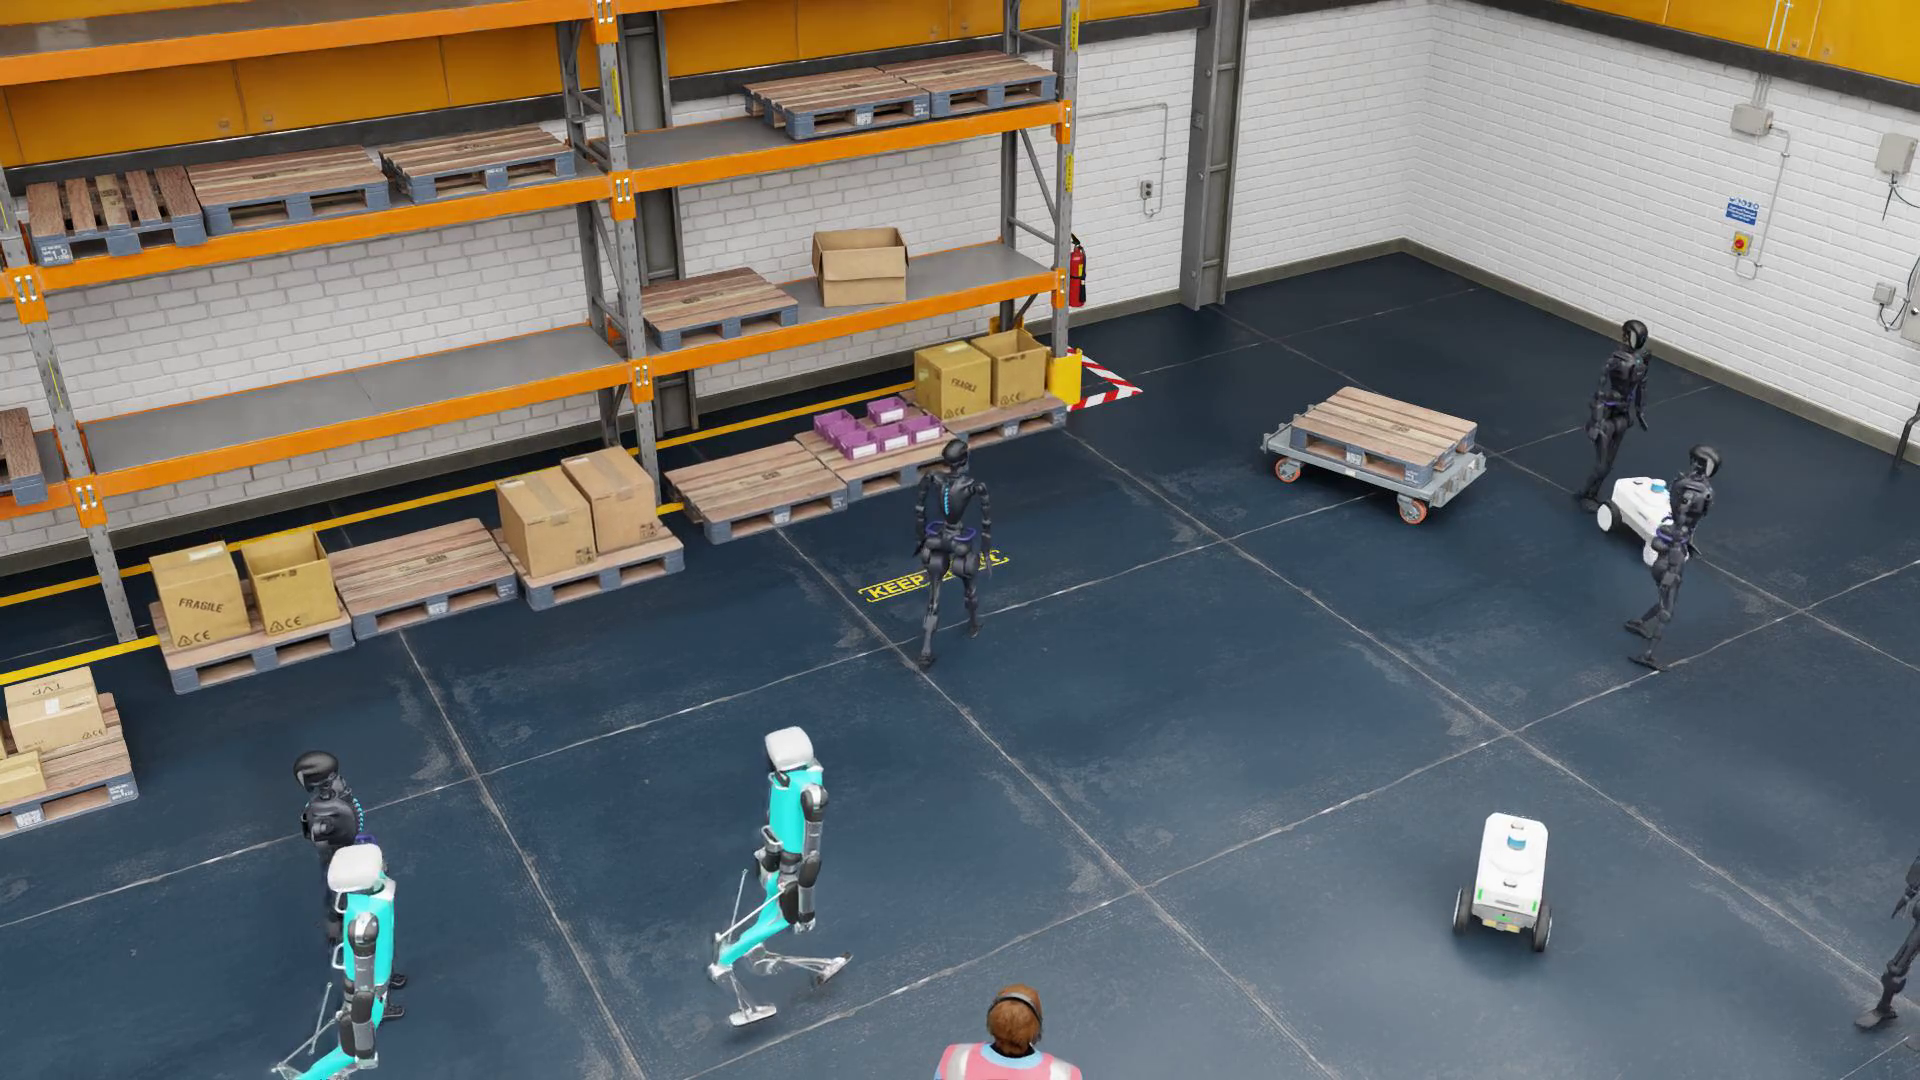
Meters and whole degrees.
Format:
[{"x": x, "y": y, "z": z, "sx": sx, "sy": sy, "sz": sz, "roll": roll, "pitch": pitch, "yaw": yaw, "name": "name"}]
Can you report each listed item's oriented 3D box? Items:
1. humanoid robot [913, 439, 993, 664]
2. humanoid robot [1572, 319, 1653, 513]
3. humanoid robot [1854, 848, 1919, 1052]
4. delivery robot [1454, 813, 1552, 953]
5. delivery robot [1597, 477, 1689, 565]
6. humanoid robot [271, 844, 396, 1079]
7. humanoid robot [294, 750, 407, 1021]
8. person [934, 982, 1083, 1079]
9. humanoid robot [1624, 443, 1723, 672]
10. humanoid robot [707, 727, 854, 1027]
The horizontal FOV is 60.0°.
[{"x": -0.081, "y": 0.063, "z": 11.497, "sx": 0.603, "sy": 1.648, "sz": 0.788, "roll": 12, "pitch": 31, "yaw": 20, "name": "humanoid robot"}, {"x": 5.251, "y": -1.001, "z": 13.315, "sx": 0.597, "sy": 1.650, "sz": 0.338, "roll": -15, "pitch": 33, "yaw": -25, "name": "humanoid robot"}, {"x": 4.930, "y": 1.875, "z": 8.222, "sx": 0.372, "sy": 1.656, "sz": 0.605, "roll": -14, "pitch": 32, "yaw": -23, "name": "humanoid robot"}, {"x": 3.077, "y": 1.905, "z": 9.326, "sx": 0.499, "sy": 0.608, "sz": 0.797, "roll": 10, "pitch": 31, "yaw": 18, "name": "delivery robot"}, {"x": 5.408, "y": -0.200, "z": 13.038, "sx": 0.499, "sy": 0.595, "sz": 0.781, "roll": -5, "pitch": 30, "yaw": -9, "name": "delivery robot"}, {"x": -2.878, "y": 2.230, "z": 7.633, "sx": 0.777, "sy": 1.879, "sz": 0.542, "roll": -6, "pitch": 30, "yaw": -10, "name": "humanoid robot"}, {"x": -3.099, "y": 1.752, "z": 8.430, "sx": 0.315, "sy": 1.655, "sz": 0.599, "roll": -4, "pitch": 30, "yaw": -7, "name": "humanoid robot"}, {"x": 0.209, "y": 2.563, "z": 6.857, "sx": 0.619, "sy": 1.836, "sz": 0.431, "roll": 8, "pitch": 30, "yaw": 13, "name": "person"}, {"x": 4.898, "y": 0.068, "z": 11.440, "sx": 0.420, "sy": 1.641, "sz": 0.612, "roll": 17, "pitch": 34, "yaw": 28, "name": "humanoid robot"}, {"x": -0.982, "y": 1.766, "z": 8.352, "sx": 1.025, "sy": 1.723, "sz": 0.550, "roll": -15, "pitch": 33, "yaw": -25, "name": "humanoid robot"}]
